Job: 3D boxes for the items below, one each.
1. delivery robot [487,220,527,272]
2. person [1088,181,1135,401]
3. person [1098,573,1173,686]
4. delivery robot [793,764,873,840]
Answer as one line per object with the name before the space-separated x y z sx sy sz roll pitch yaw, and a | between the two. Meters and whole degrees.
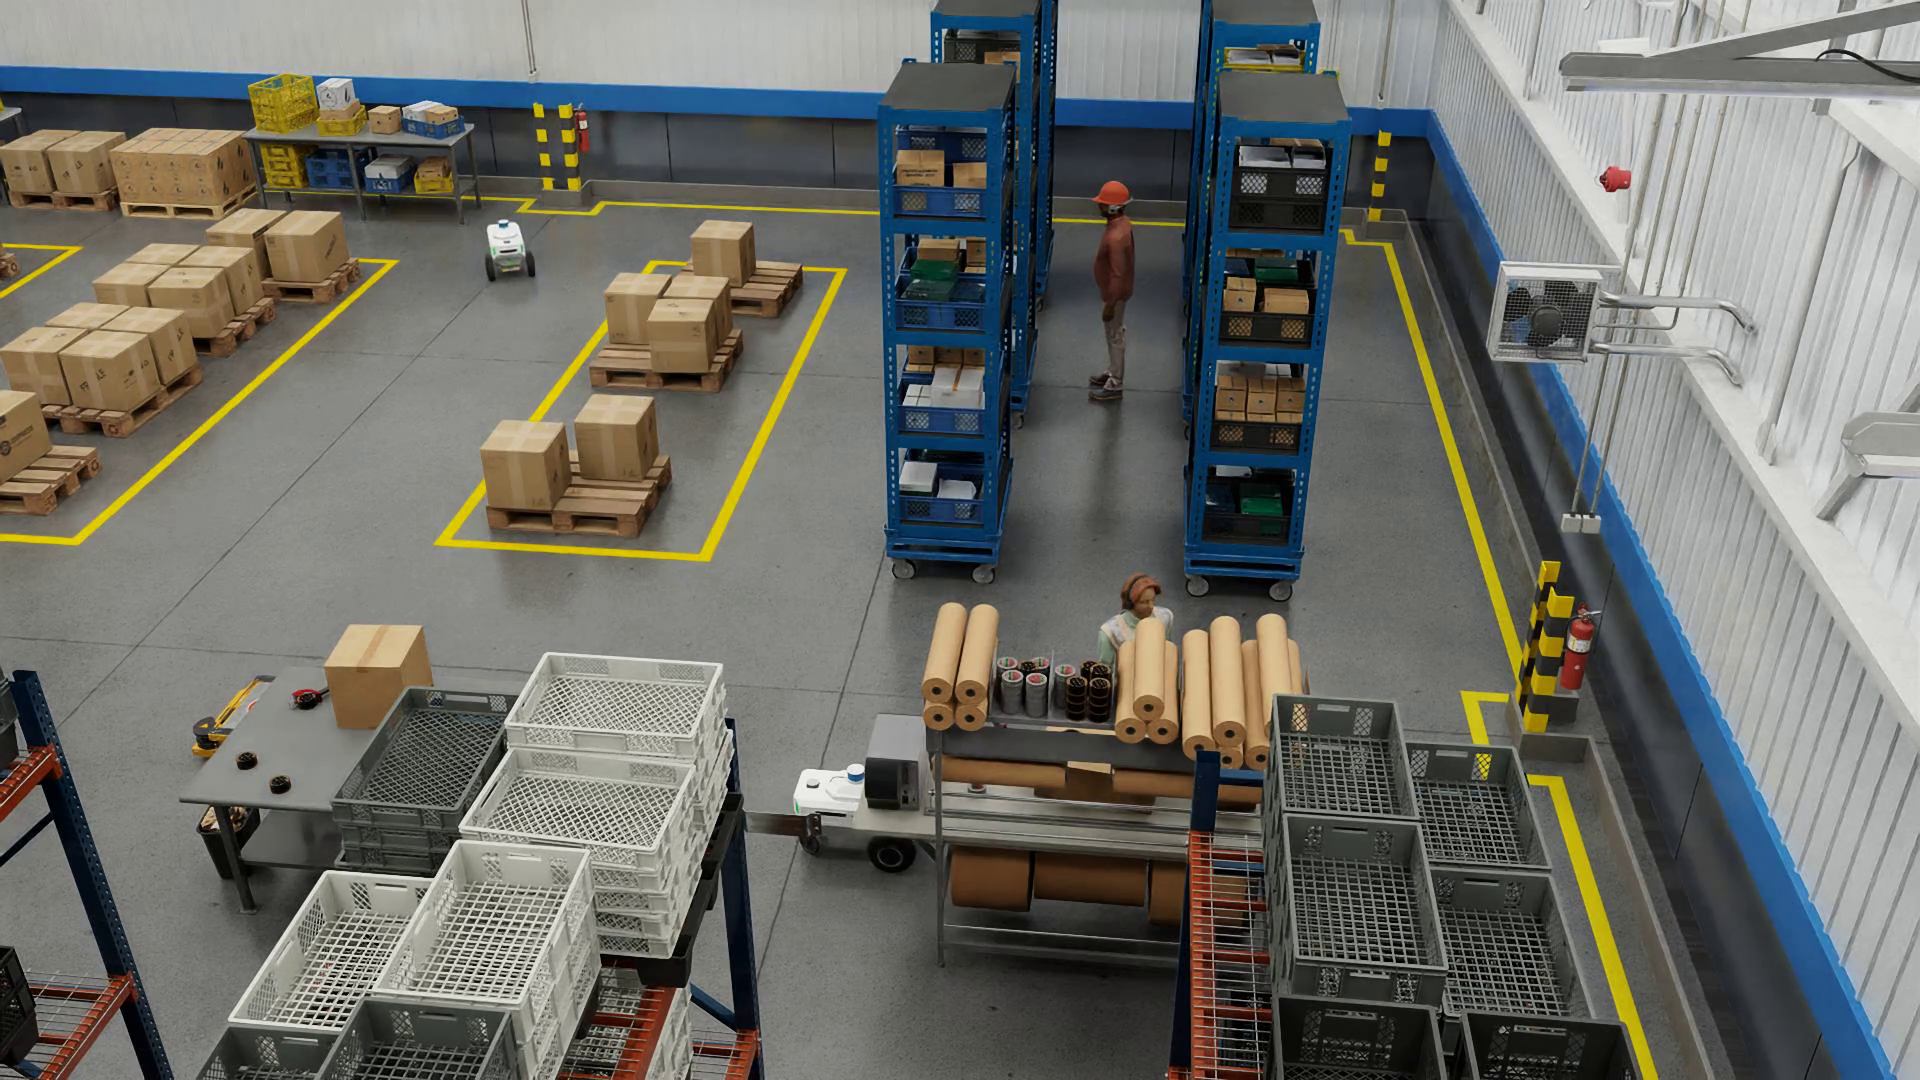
delivery robot | -4.834 -3.165 17.713 0.477 0.478 0.707 -9 32 -16
person | 1.344 -2.206 14.733 0.381 1.996 0.608 4 30 7
person | 1.009 0.911 9.725 0.515 1.645 0.308 -17 34 -27
delivery robot | -0.600 1.521 9.664 0.707 0.478 0.477 4 31 7
